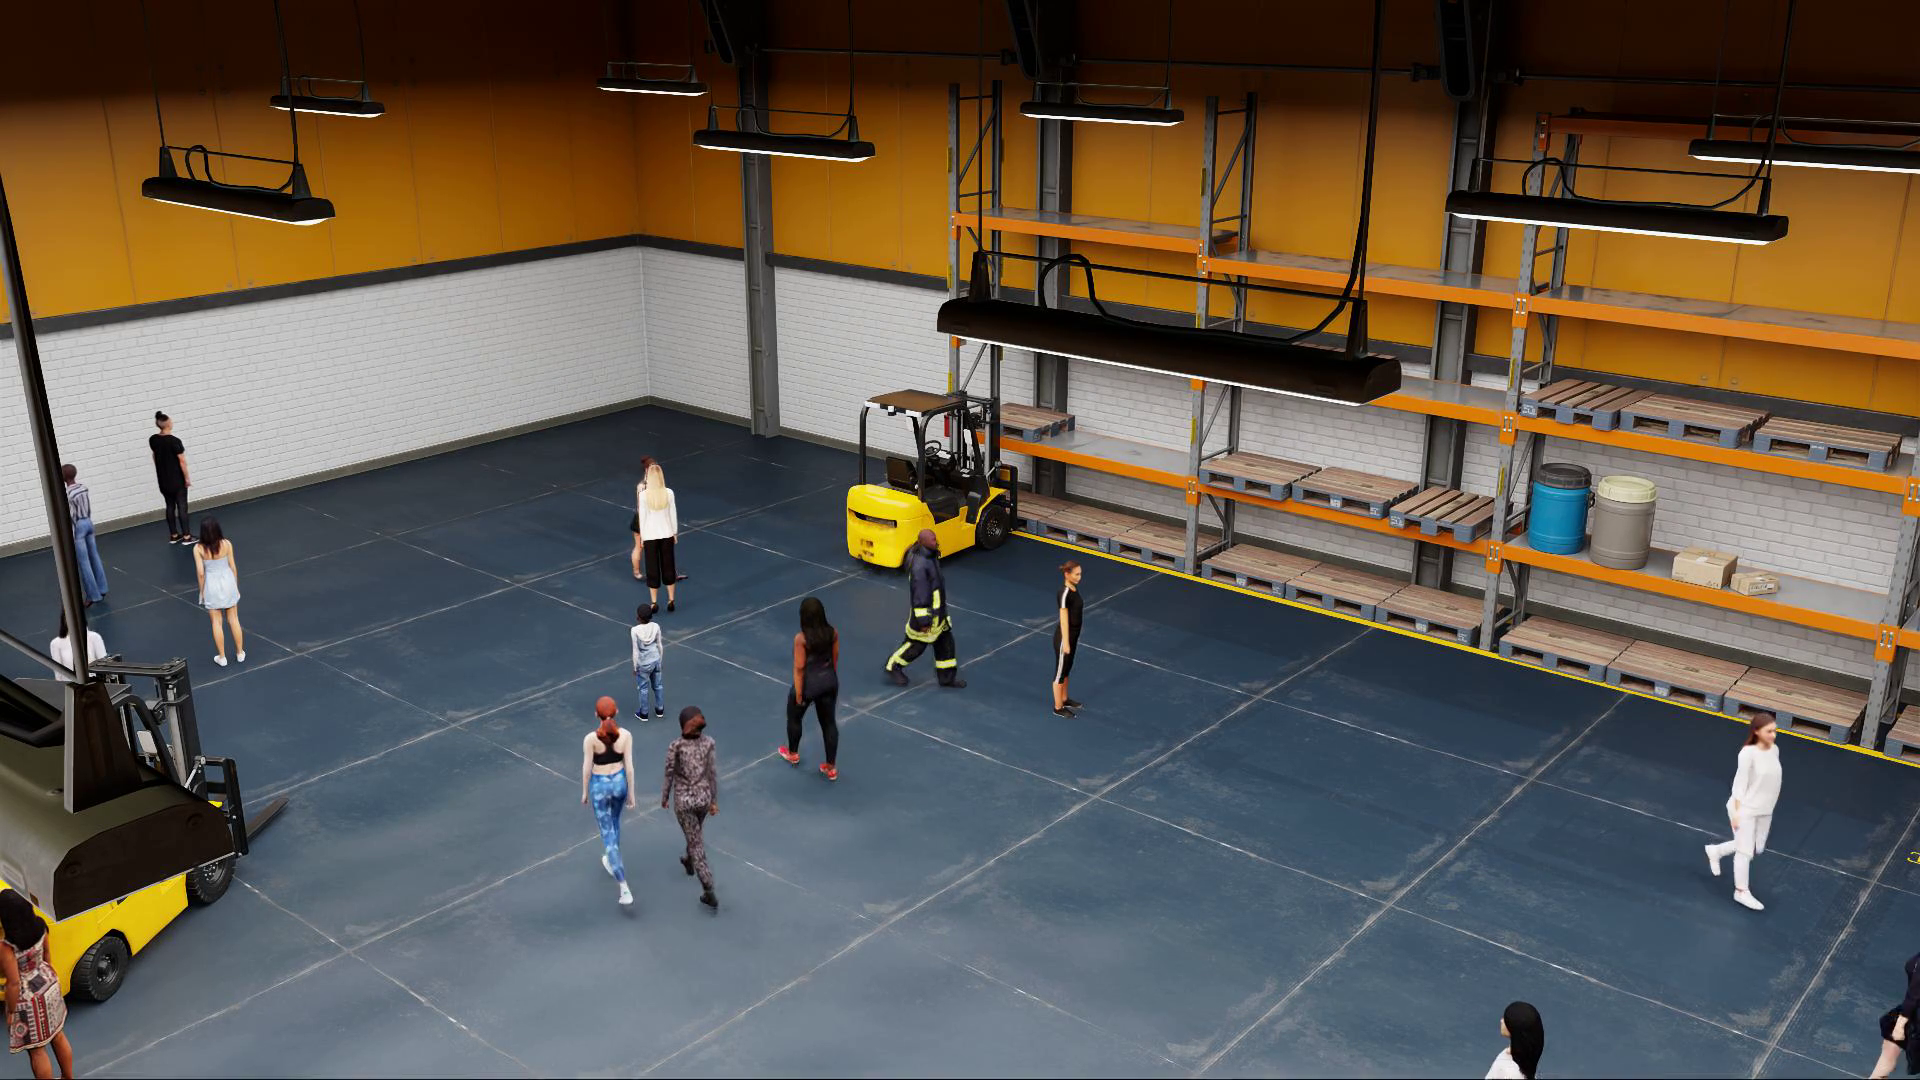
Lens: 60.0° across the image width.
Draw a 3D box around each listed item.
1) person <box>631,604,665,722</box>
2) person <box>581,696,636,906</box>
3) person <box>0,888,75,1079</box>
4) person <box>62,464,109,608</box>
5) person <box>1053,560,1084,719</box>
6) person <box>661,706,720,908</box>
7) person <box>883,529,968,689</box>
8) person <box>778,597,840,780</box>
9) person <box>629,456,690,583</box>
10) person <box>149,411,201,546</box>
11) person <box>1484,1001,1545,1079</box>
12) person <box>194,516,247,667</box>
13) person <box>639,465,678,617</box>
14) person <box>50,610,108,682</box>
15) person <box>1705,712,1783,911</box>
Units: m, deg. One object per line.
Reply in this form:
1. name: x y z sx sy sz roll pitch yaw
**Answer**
1. person: -3.227 1.254 17.175 0.536 1.249 0.566 -11 22 -30
2. person: -2.866 2.171 13.678 0.890 1.744 1.254 -10 21 -27
3. person: -6.231 3.066 11.173 0.728 1.645 0.725 2 19 6
4. person: -10.688 -0.065 20.237 0.725 1.795 0.695 1 19 3
5. person: 1.105 0.999 17.274 0.633 1.669 0.651 6 19 17
6. person: -2.173 2.210 13.669 0.849 1.675 1.198 -10 21 -28
7. person: -0.438 0.752 17.818 1.284 1.790 1.001 7 20 19
8. person: -1.324 1.431 15.802 0.858 1.790 1.075 -11 21 -29
9. person: -3.996 -0.240 20.995 1.089 1.642 0.726 11 21 28
10. person: -10.663 -0.862 22.497 0.650 1.863 0.813 7 20 19
11. person: 3.308 3.504 9.802 0.783 1.691 0.696 10 21 28
12. person: -8.245 0.549 18.516 0.635 1.730 0.603 -13 23 -34
13. person: -3.614 -0.001 19.950 0.675 1.858 0.670 -8 20 -22
14. person: -8.274 1.457 15.775 0.895 1.758 1.238 -10 21 -28
15. person: 6.474 2.190 13.728 0.815 1.675 0.982 -9 21 -25
